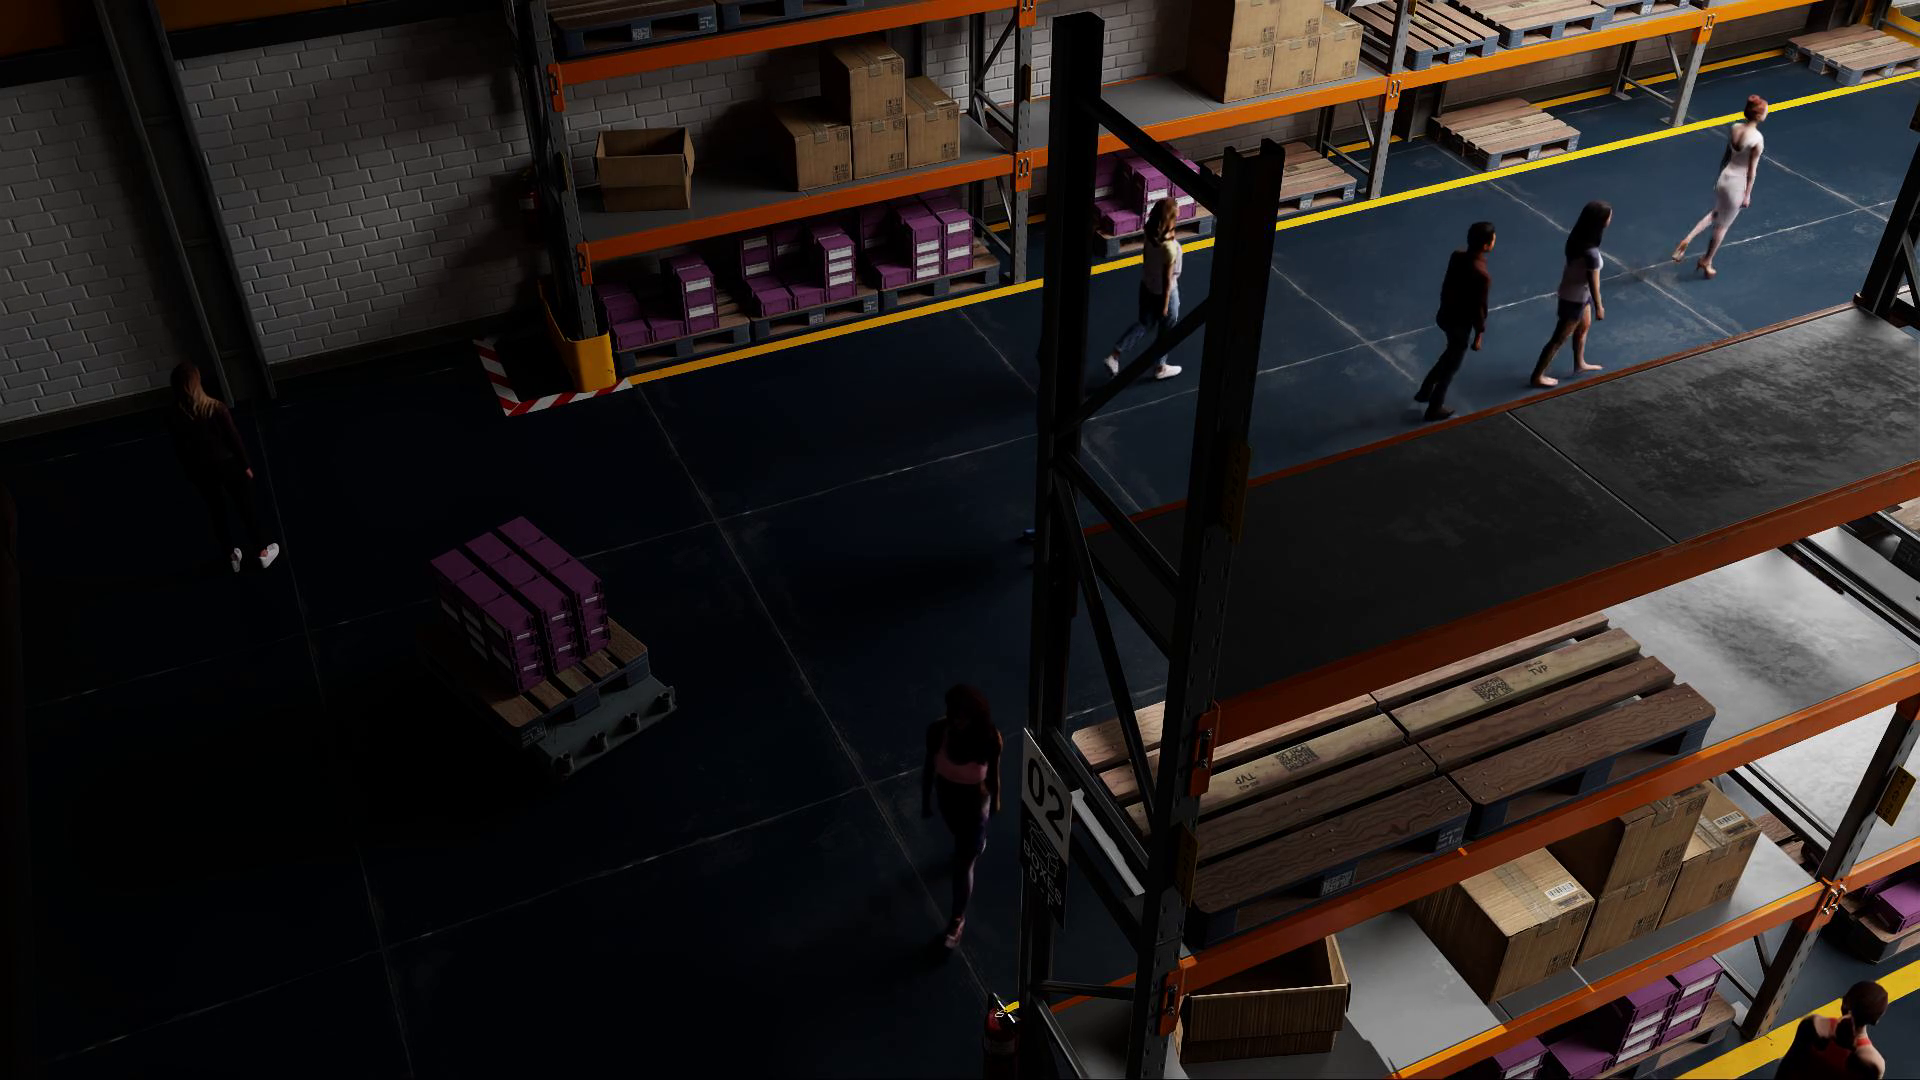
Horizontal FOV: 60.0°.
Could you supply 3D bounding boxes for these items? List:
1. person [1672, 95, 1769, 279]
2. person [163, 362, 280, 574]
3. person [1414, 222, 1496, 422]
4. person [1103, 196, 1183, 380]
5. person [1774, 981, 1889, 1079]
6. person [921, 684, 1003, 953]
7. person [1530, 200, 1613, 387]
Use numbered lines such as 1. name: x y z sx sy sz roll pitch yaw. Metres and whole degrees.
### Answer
1. person: 6.838 -3.144 14.953 0.818 1.786 0.667 -7 39 -8
2. person: -5.233 -0.494 11.701 0.563 1.703 0.723 -4 39 -5
3. person: 3.860 -1.703 13.164 0.655 1.766 0.693 -13 41 -16
4. person: 1.535 -2.007 13.596 0.976 1.703 0.645 -17 42 -21
5. person: 3.965 2.635 7.742 0.636 1.754 0.630 -29 47 -31
6. person: 0.043 1.407 9.299 1.137 1.731 1.160 11 40 14
7. person: 4.951 -1.988 13.584 0.971 1.689 0.838 2 39 2
